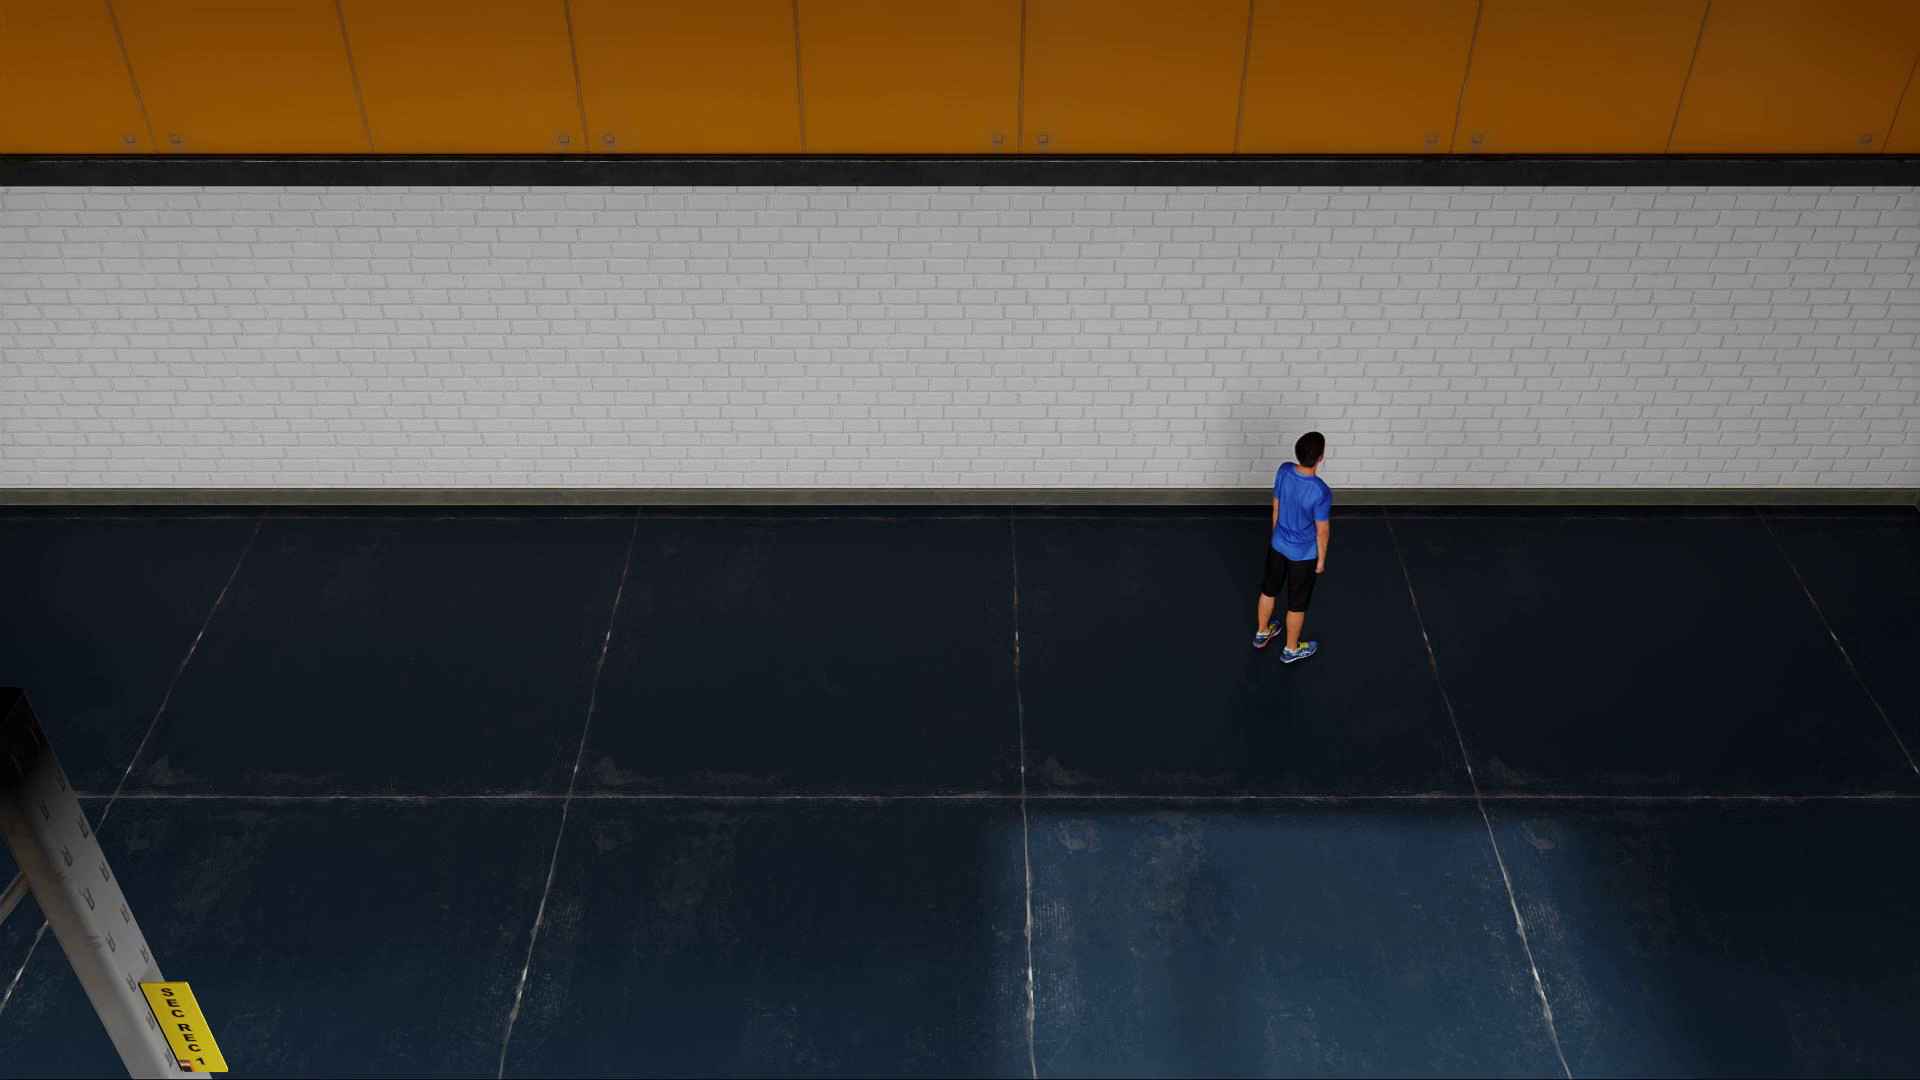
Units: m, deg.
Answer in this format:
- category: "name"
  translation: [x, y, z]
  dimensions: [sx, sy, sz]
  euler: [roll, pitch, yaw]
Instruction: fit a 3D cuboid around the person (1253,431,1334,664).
- category: "person"
  translation: [2.313, 0.049, 11.525]
  dimensions: [0.762, 1.870, 0.695]
  euler: [-30, 47, -32]
